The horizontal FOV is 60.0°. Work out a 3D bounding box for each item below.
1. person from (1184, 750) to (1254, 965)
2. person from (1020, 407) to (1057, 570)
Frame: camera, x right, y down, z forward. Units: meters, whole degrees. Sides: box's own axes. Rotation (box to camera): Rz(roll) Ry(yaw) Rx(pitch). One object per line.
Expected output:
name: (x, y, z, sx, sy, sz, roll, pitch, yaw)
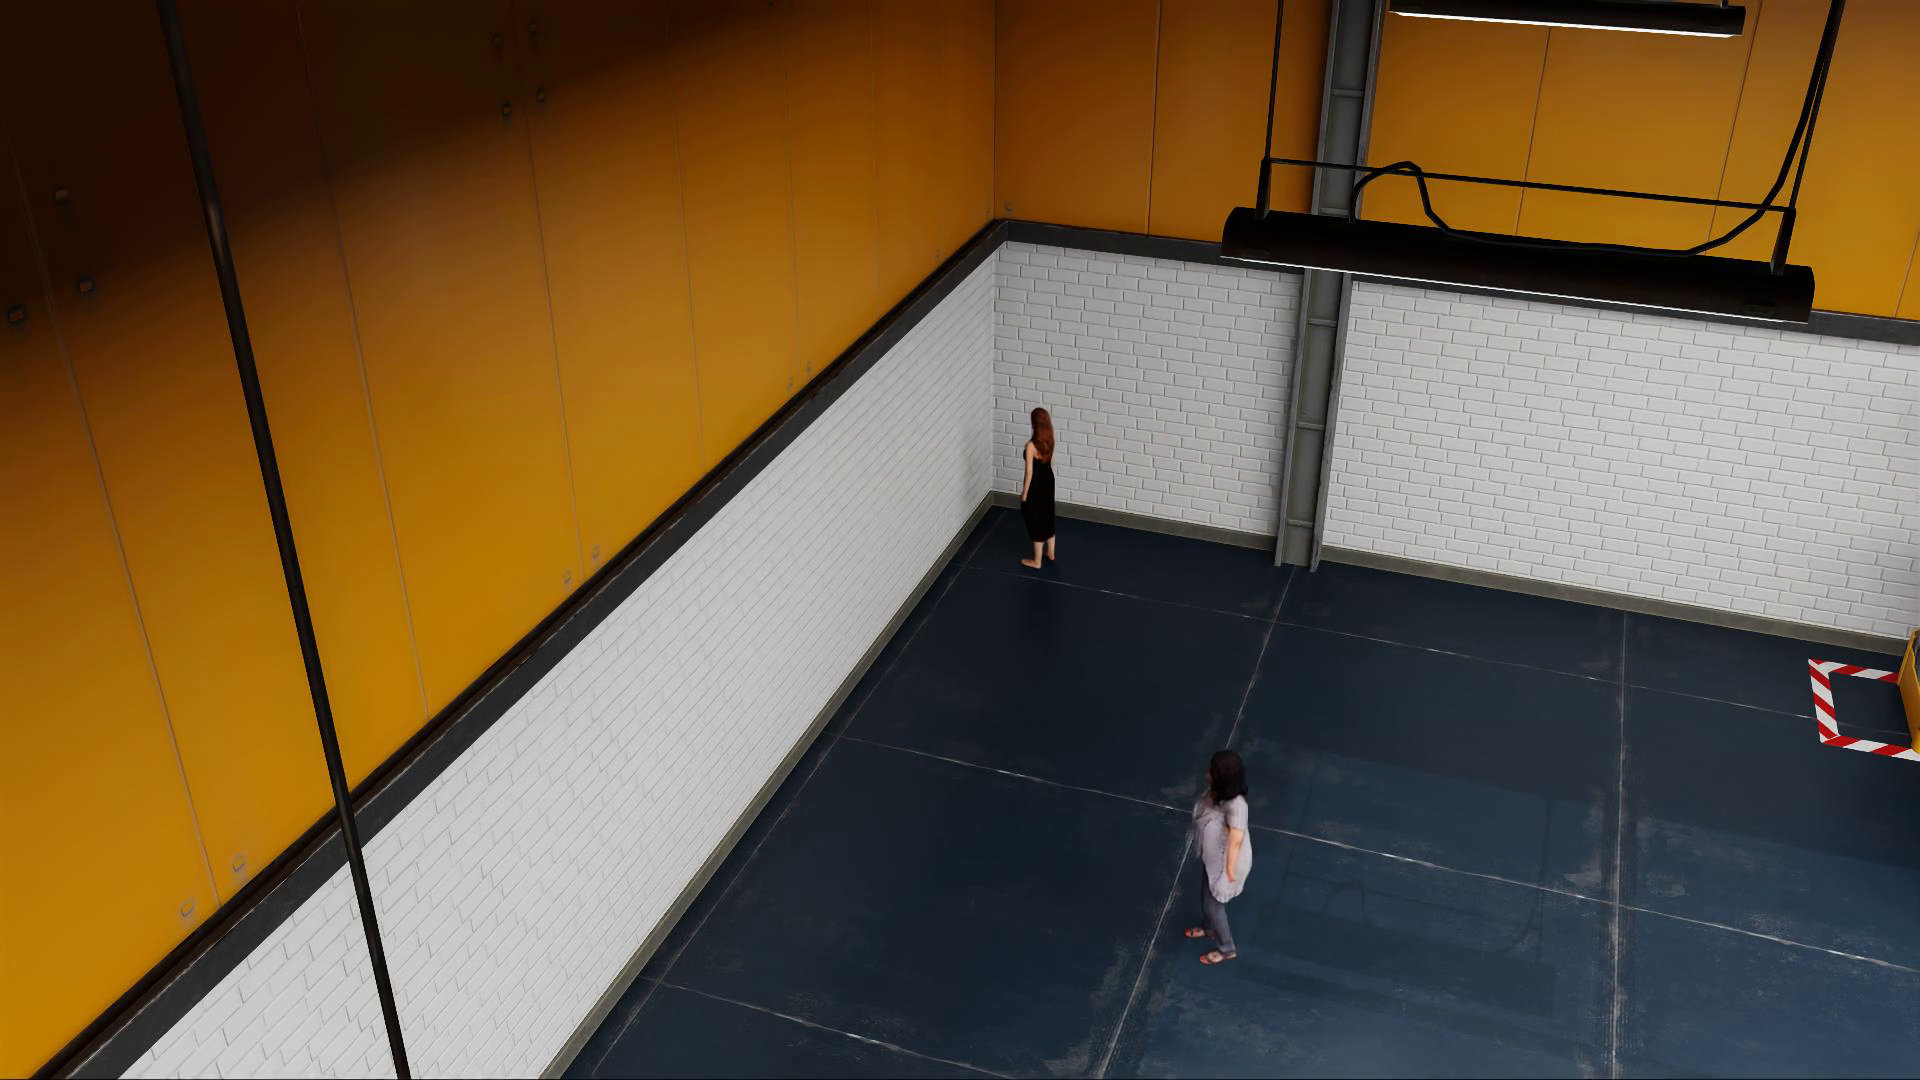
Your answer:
person: (1.791, 2.064, 11.043, 0.745, 1.605, 0.730, 1, 29, 2)
person: (0.755, -0.497, 15.718, 0.680, 1.625, 0.663, 24, 37, 37)
